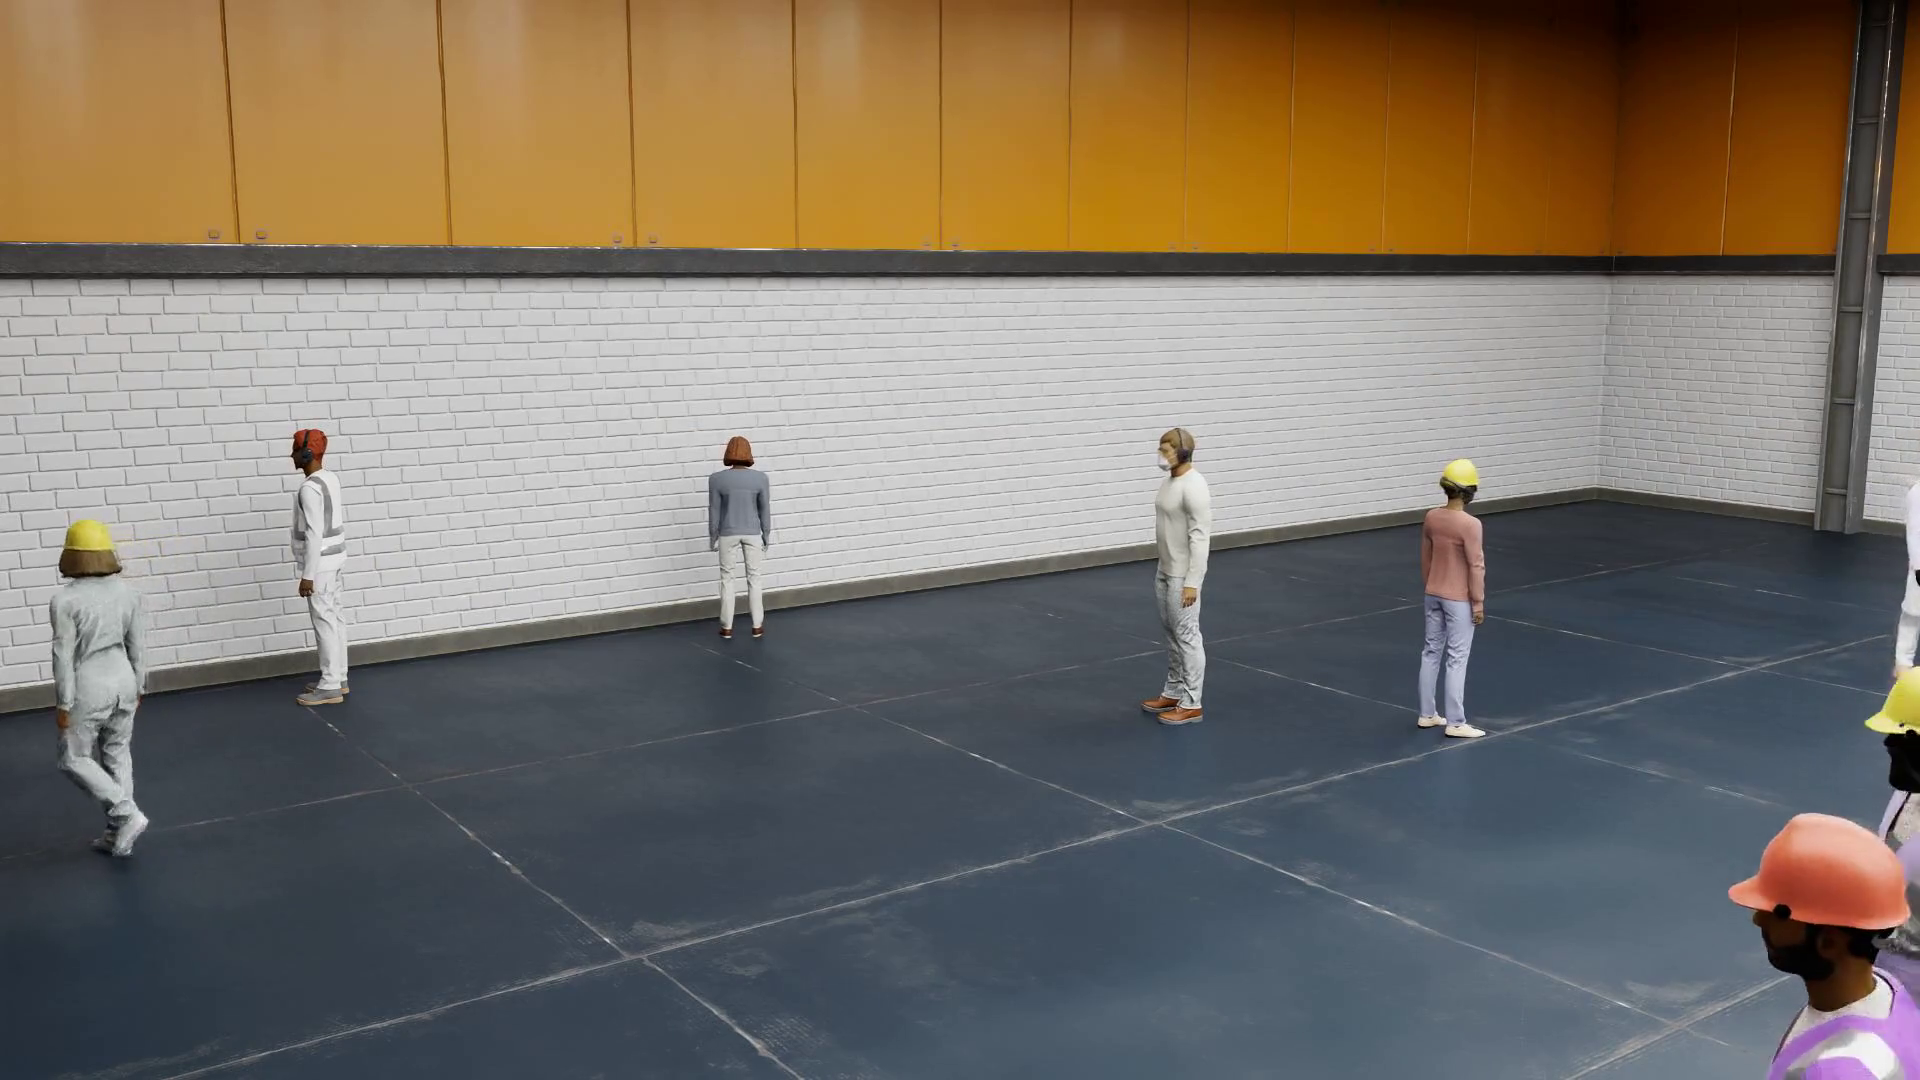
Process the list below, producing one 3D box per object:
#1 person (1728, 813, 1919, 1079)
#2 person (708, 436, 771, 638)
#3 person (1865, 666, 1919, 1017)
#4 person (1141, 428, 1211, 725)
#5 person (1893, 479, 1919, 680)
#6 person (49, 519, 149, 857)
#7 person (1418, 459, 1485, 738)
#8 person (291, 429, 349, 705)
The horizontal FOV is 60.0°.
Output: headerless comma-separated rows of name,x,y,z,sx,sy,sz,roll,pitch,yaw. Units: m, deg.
person,1.699,1.473,3.245,0.522,1.927,0.561,6,11,32
person,-1.773,-0.020,13.386,0.502,1.627,0.270,-2,9,-14
person,2.641,1.271,4.518,0.512,1.915,0.603,2,9,13
person,1.428,0.231,10.877,0.357,1.937,0.638,-2,9,-11
person,6.873,0.199,11.580,0.631,1.790,0.994,1,9,5
person,-4.253,0.756,8.275,0.440,1.725,0.496,4,10,24
person,3.138,0.370,10.555,0.318,1.767,0.528,-4,10,-24
person,-4.384,0.180,11.362,0.356,1.882,0.574,-1,9,-7
